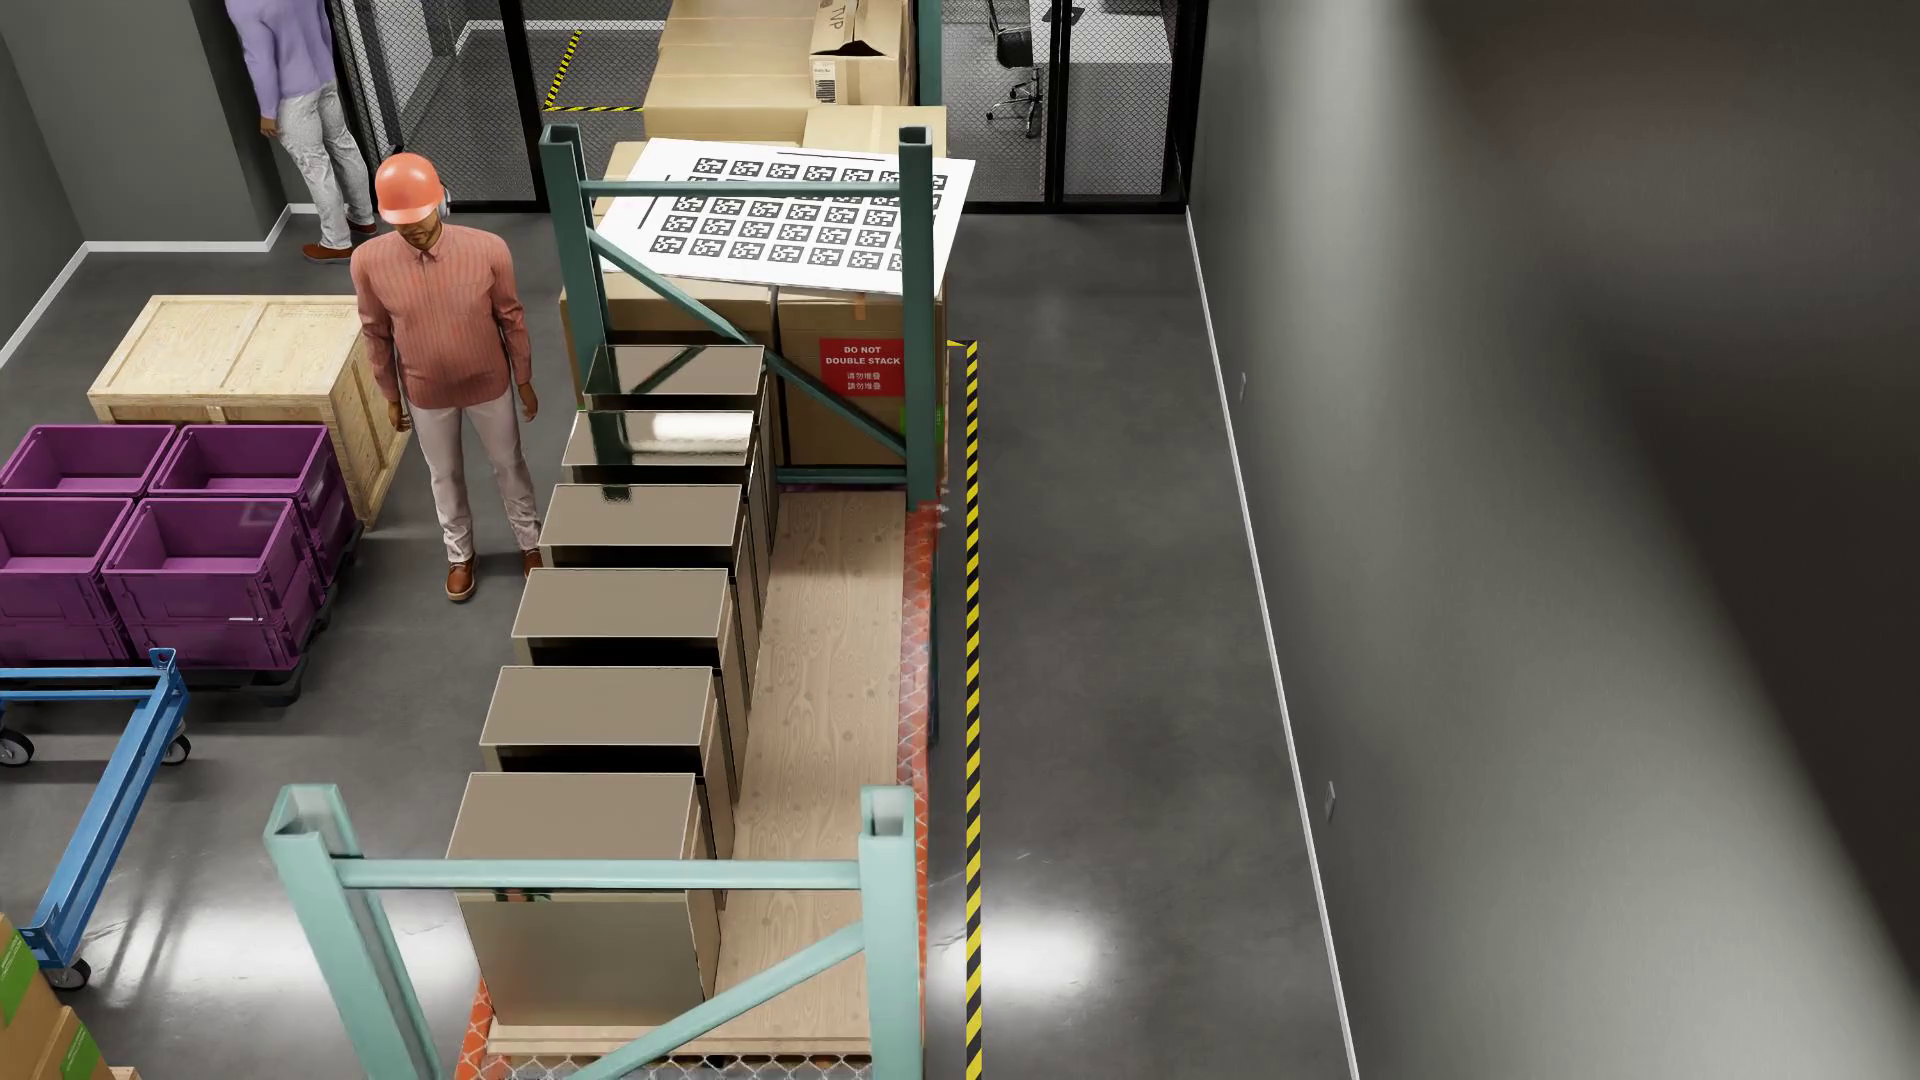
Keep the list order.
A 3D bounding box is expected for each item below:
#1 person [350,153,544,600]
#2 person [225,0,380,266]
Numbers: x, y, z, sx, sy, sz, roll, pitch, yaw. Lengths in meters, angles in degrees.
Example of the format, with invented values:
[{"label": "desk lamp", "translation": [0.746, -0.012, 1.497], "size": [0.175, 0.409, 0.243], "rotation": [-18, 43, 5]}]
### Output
[{"label": "person", "translation": [-1.979, -0.617, 6.549], "size": [0.613, 1.994, 0.382], "rotation": [-9, 42, -11]}, {"label": "person", "translation": [-3.406, -2.329, 8.549], "size": [0.379, 1.940, 0.629], "rotation": [12, 43, 14]}]
